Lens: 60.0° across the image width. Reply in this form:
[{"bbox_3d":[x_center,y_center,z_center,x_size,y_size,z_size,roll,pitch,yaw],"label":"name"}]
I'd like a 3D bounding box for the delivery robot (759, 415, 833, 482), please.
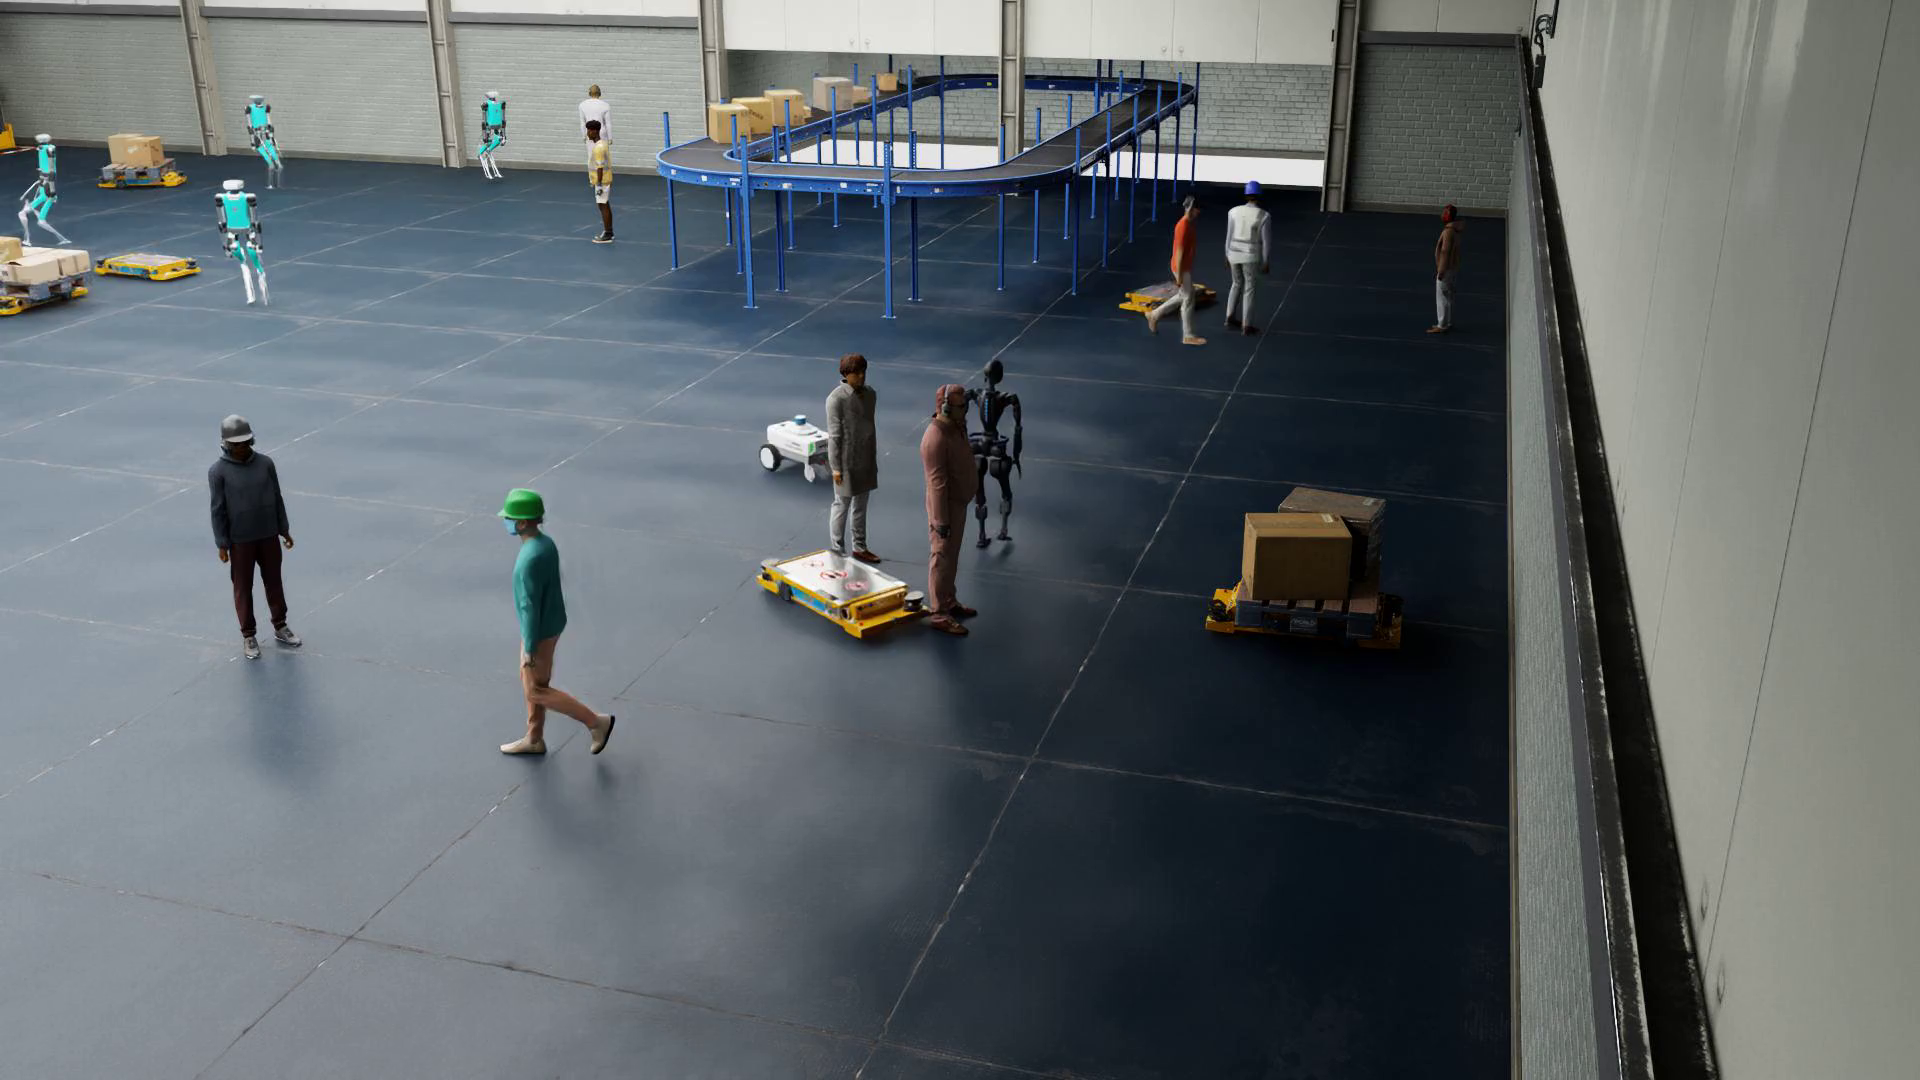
[{"bbox_3d":[-1.546,-0.918,16.146,0.783,0.584,0.499,20,28,41],"label":"delivery robot"}]

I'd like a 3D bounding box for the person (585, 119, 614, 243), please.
[{"bbox_3d":[-5.807,-5.799,26.877,0.372,1.959,0.602,-2,21,-6],"label":"person"}]

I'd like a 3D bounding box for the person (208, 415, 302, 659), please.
[{"bbox_3d":[-5.175,-0.048,12.154,0.548,1.812,0.367,-19,28,-40],"label":"person"}]

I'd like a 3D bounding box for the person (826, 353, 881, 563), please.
[{"bbox_3d":[-0.866,-0.646,13.684,0.370,1.832,0.503,19,28,41],"label":"person"}]

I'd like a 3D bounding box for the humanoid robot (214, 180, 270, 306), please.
[{"bbox_3d":[-9.679,-3.983,22.568,0.540,1.852,0.777,-3,21,-9],"label":"humanoid robot"}]

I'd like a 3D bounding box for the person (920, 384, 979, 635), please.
[{"bbox_3d":[-0.065,-0.246,12.540,0.414,1.909,0.642,4,21,11],"label":"person"}]

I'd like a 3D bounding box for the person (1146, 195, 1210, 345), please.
[{"bbox_3d":[2.710,-3.357,20.646,0.750,1.882,0.529,6,22,16],"label":"person"}]

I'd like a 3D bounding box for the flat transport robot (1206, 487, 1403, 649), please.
[{"bbox_3d":[2.643,0.559,12.728,1.431,0.231,0.659,6,22,14],"label":"flat transport robot"}]

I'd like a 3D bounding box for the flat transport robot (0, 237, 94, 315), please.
[{"bbox_3d":[-12.755,-3.344,22.850,0.659,0.231,1.431,6,22,15],"label":"flat transport robot"}]

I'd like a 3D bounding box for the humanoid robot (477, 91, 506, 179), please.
[{"bbox_3d":[-9.210,-7.924,32.499,0.735,1.681,0.533,17,27,37],"label":"humanoid robot"}]

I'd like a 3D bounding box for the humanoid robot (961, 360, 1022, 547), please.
[{"bbox_3d":[0.236,-0.735,14.127,0.591,1.653,0.341,5,22,13],"label":"humanoid robot"}]

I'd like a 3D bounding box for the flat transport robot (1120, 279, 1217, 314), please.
[{"bbox_3d":[2.866,-3.328,22.809,0.659,0.231,1.431,17,27,37],"label":"flat transport robot"}]

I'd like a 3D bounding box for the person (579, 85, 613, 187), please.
[{"bbox_3d":[-6.993,-7.780,32.059,0.620,1.932,0.369,1,21,3],"label":"person"}]

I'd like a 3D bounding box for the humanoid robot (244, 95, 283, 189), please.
[{"bbox_3d":[-13.212,-7.558,31.802,0.686,1.838,0.543,14,25,32],"label":"humanoid robot"}]

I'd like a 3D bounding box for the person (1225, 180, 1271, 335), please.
[{"bbox_3d":[3.676,-3.601,21.226,0.644,1.923,0.496,16,26,36],"label":"person"}]

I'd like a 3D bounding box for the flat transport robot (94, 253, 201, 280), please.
[{"bbox_3d":[-12.079,-4.061,24.711,1.431,0.231,0.659,9,23,22],"label":"flat transport robot"}]

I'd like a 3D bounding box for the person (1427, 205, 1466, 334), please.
[{"bbox_3d":[6.217,-3.447,21.208,0.311,1.647,0.473,12,24,28],"label":"person"}]

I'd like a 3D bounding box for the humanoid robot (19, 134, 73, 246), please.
[{"bbox_3d":[-14.856,-5.555,26.605,0.920,1.781,0.545,-18,28,-39],"label":"humanoid robot"}]

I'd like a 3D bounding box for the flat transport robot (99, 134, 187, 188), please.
[{"bbox_3d":[-15.923,-7.027,32.403,1.431,0.231,0.659,-3,21,-8],"label":"flat transport robot"}]

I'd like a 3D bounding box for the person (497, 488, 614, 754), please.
[{"bbox_3d":[-2.628,0.553,10.544,0.700,1.851,0.522,-1,21,-2],"label":"person"}]

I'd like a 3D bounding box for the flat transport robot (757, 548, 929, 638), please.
[{"bbox_3d":[-0.944,0.398,13.144,0.659,0.231,1.431,-17,27,-36],"label":"flat transport robot"}]
